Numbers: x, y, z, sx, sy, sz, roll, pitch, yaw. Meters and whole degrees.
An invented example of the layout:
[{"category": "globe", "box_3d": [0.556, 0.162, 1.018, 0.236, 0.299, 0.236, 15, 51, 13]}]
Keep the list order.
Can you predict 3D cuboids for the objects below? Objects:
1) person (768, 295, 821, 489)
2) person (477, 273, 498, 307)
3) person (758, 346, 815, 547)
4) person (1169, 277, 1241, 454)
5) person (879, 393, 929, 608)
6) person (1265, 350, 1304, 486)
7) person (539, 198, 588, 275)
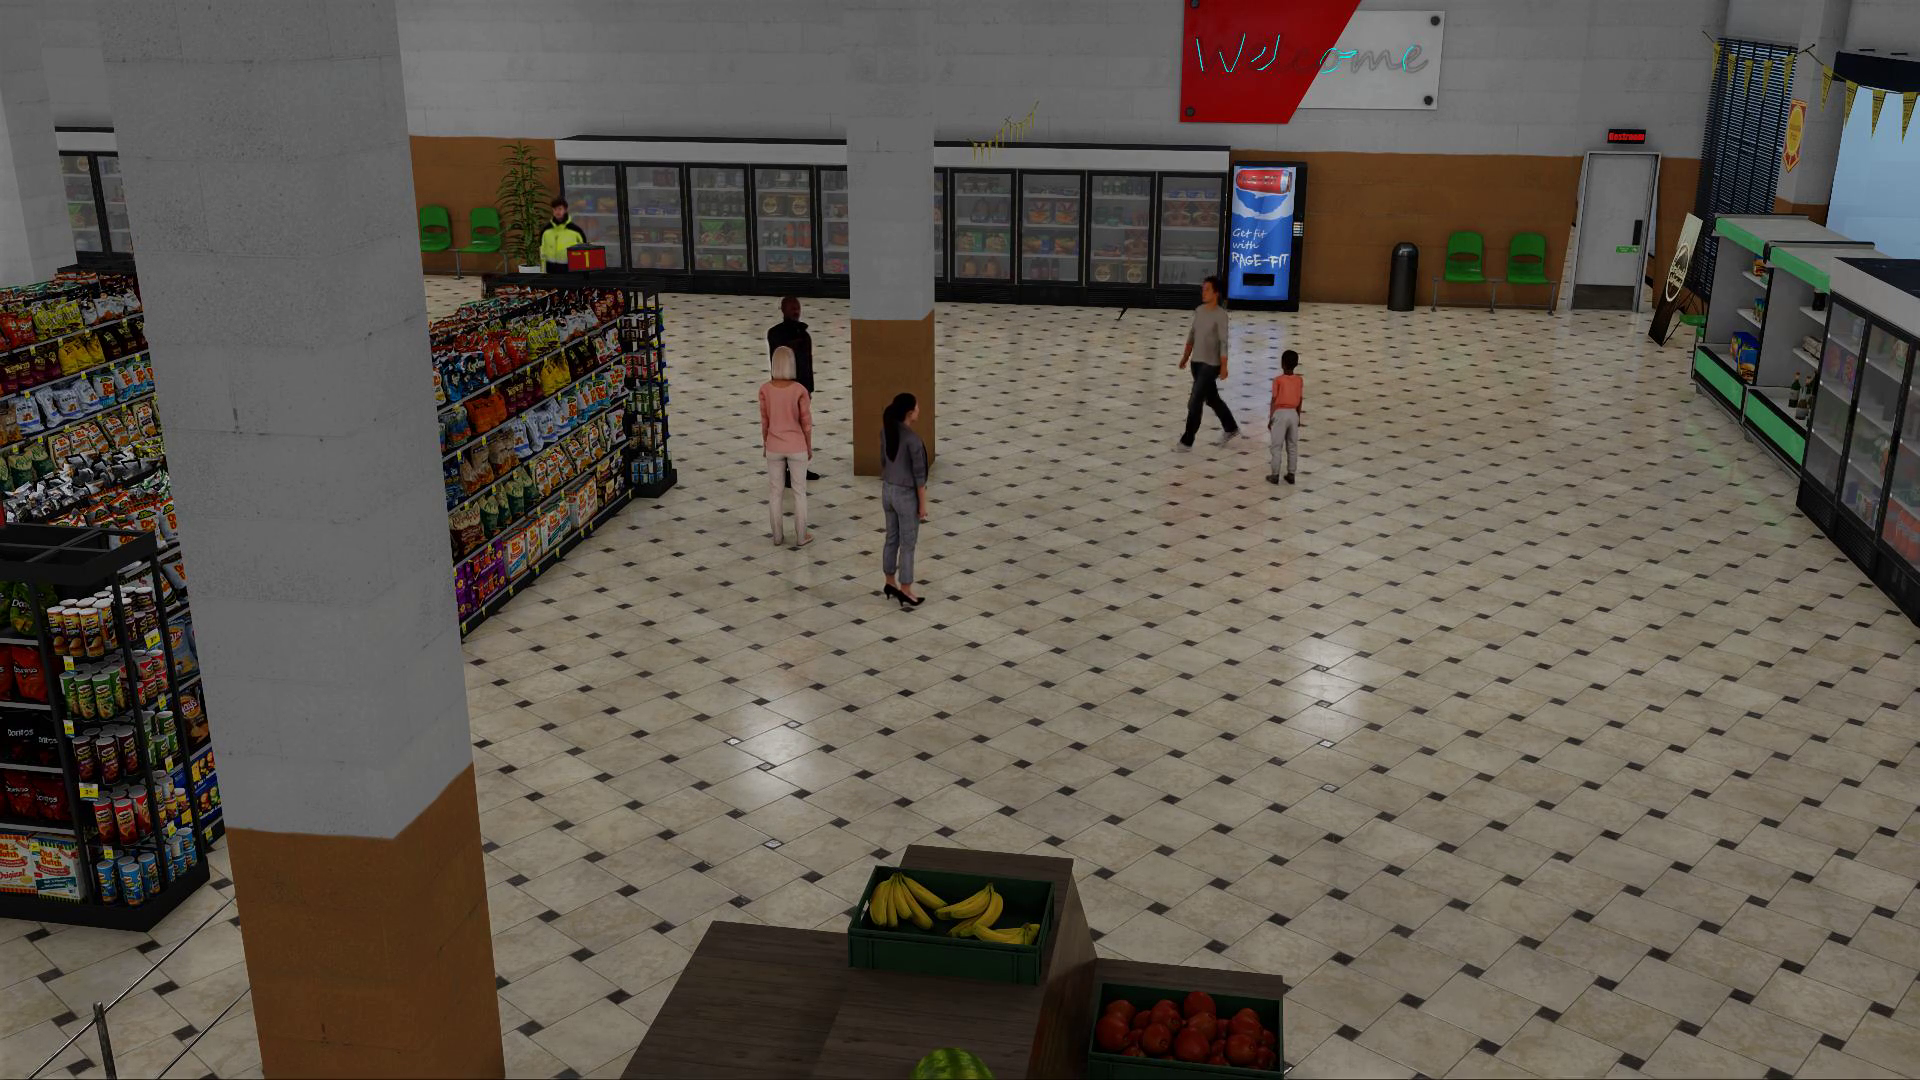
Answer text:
[{"category": "person", "box_3d": [-1.620, -1.447, 15.935, 0.834, 1.823, 0.658, 10, 21, 27]}, {"category": "person", "box_3d": [-5.300, -2.316, 19.077, 0.863, 1.462, 0.862, 15, 24, 38]}, {"category": "person", "box_3d": [-1.483, -0.802, 14.176, 0.607, 1.725, 0.521, 2, 19, 7]}, {"category": "person", "box_3d": [2.600, -1.790, 17.027, 1.123, 1.774, 1.173, -8, 20, -23]}, {"category": "person", "box_3d": [-0.454, -0.308, 12.785, 0.756, 1.676, 0.717, -16, 25, -40]}, {"category": "person", "box_3d": [3.117, -1.173, 15.926, 0.538, 1.309, 0.566, -4, 19, -12]}, {"category": "person", "box_3d": [-5.138, -3.476, 21.745, 0.878, 1.954, 1.167, 0, 19, 1]}]
